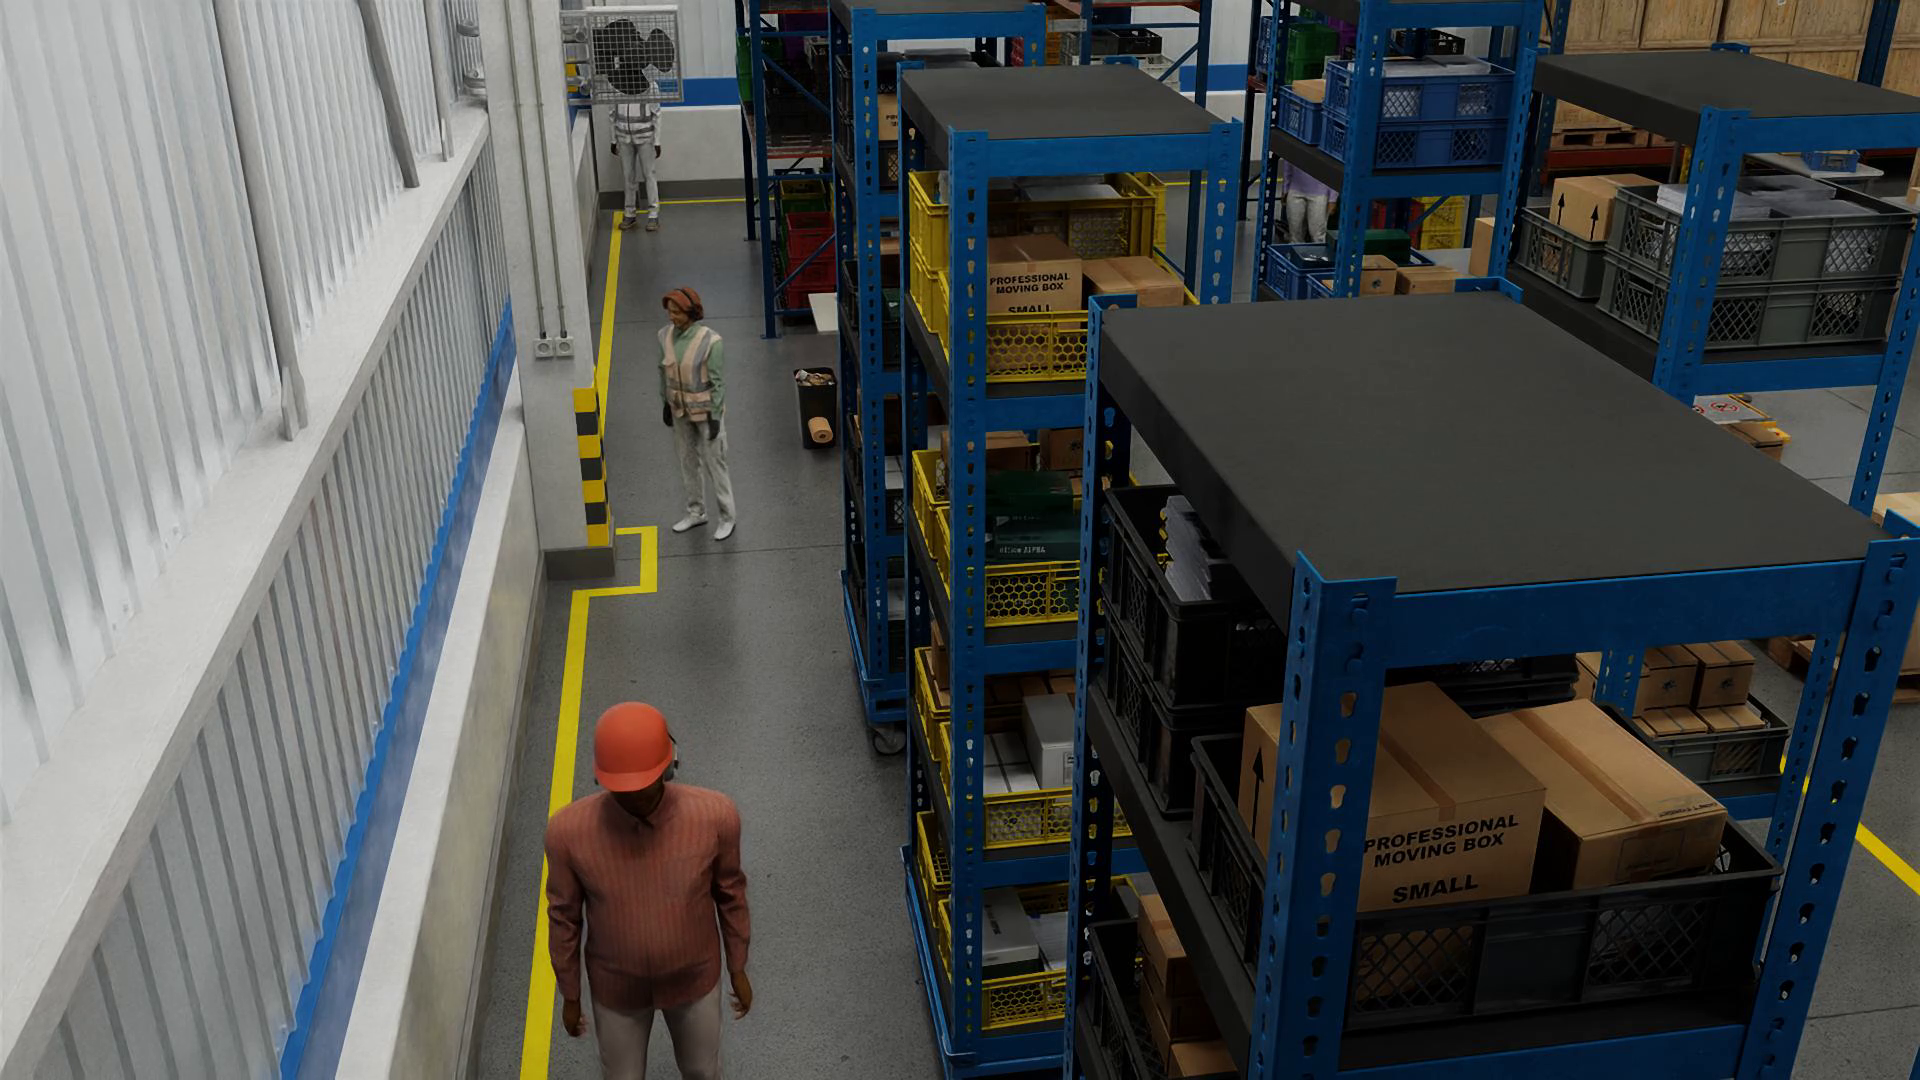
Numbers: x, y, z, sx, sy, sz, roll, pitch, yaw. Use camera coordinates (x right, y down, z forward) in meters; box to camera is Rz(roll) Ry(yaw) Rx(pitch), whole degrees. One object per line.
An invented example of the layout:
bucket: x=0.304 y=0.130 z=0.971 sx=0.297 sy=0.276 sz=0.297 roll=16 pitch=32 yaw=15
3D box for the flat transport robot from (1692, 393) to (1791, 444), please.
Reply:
flat transport robot: x=5.224 y=-0.859 z=12.132 sx=1.431 sy=0.197 sz=0.652 roll=-4 pitch=25 yaw=-8

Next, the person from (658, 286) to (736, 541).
person: x=-1.653 y=-0.787 z=10.366 sx=0.517 sy=1.630 sz=0.315 roll=14 pitch=28 yaw=27

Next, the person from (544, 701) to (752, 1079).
person: x=-0.960 y=1.374 z=5.232 sx=0.622 sy=1.992 sz=0.396 roll=-6 pitch=25 yaw=-12

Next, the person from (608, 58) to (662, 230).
person: x=-3.412 y=-4.206 z=17.494 sx=0.574 sy=1.883 sz=0.355 roll=5 pitch=25 yaw=11

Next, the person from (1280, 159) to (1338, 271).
person: x=3.194 y=-3.165 z=15.170 sx=0.629 sy=1.937 sz=0.373 roll=22 pitch=33 yaw=39
